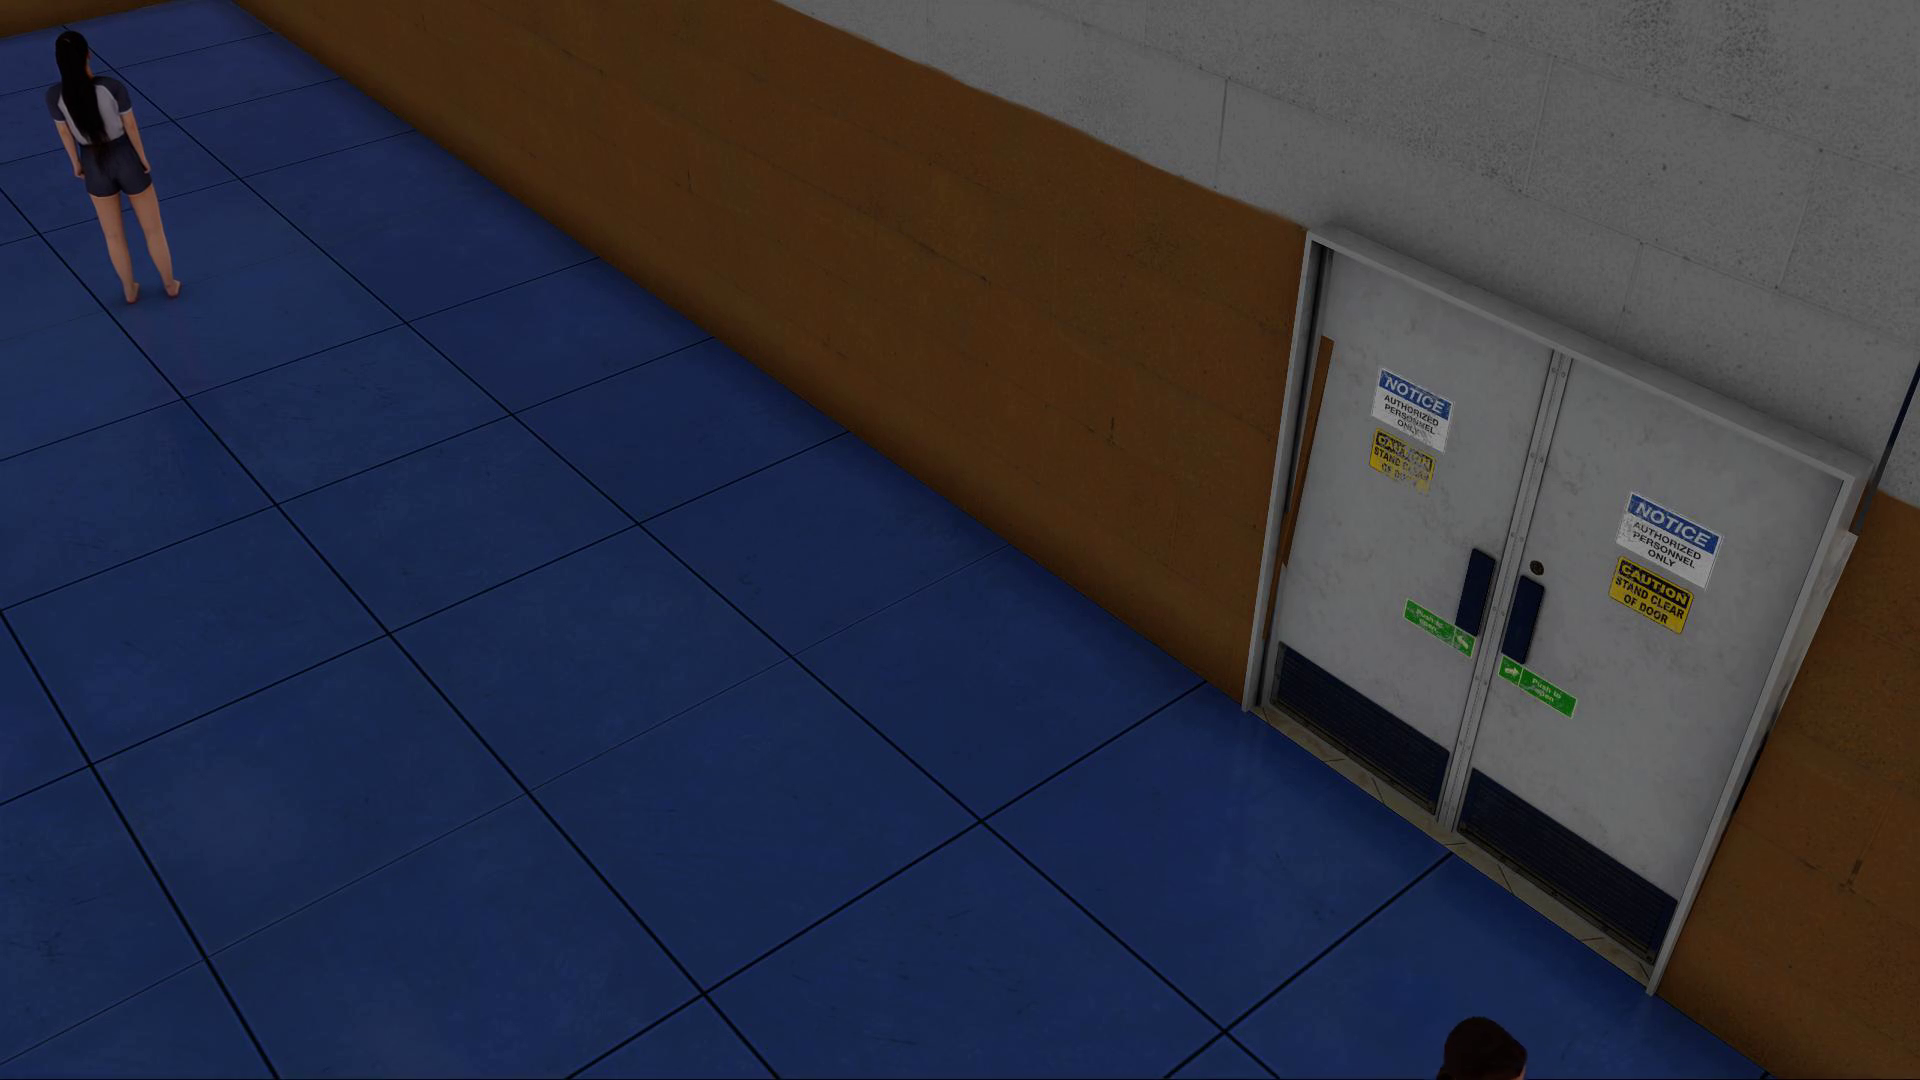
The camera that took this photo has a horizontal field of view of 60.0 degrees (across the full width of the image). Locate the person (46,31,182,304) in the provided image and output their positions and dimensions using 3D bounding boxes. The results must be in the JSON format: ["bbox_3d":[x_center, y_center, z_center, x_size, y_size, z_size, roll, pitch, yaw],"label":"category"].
[{"bbox_3d":[-4.985,-2.180,9.805,0.588,1.648,0.719,-9,38,-12],"label":"person"}]

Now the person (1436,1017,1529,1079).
[{"bbox_3d":[1.233,1.800,4.587,0.736,1.546,0.796,18,40,22],"label":"person"}]
